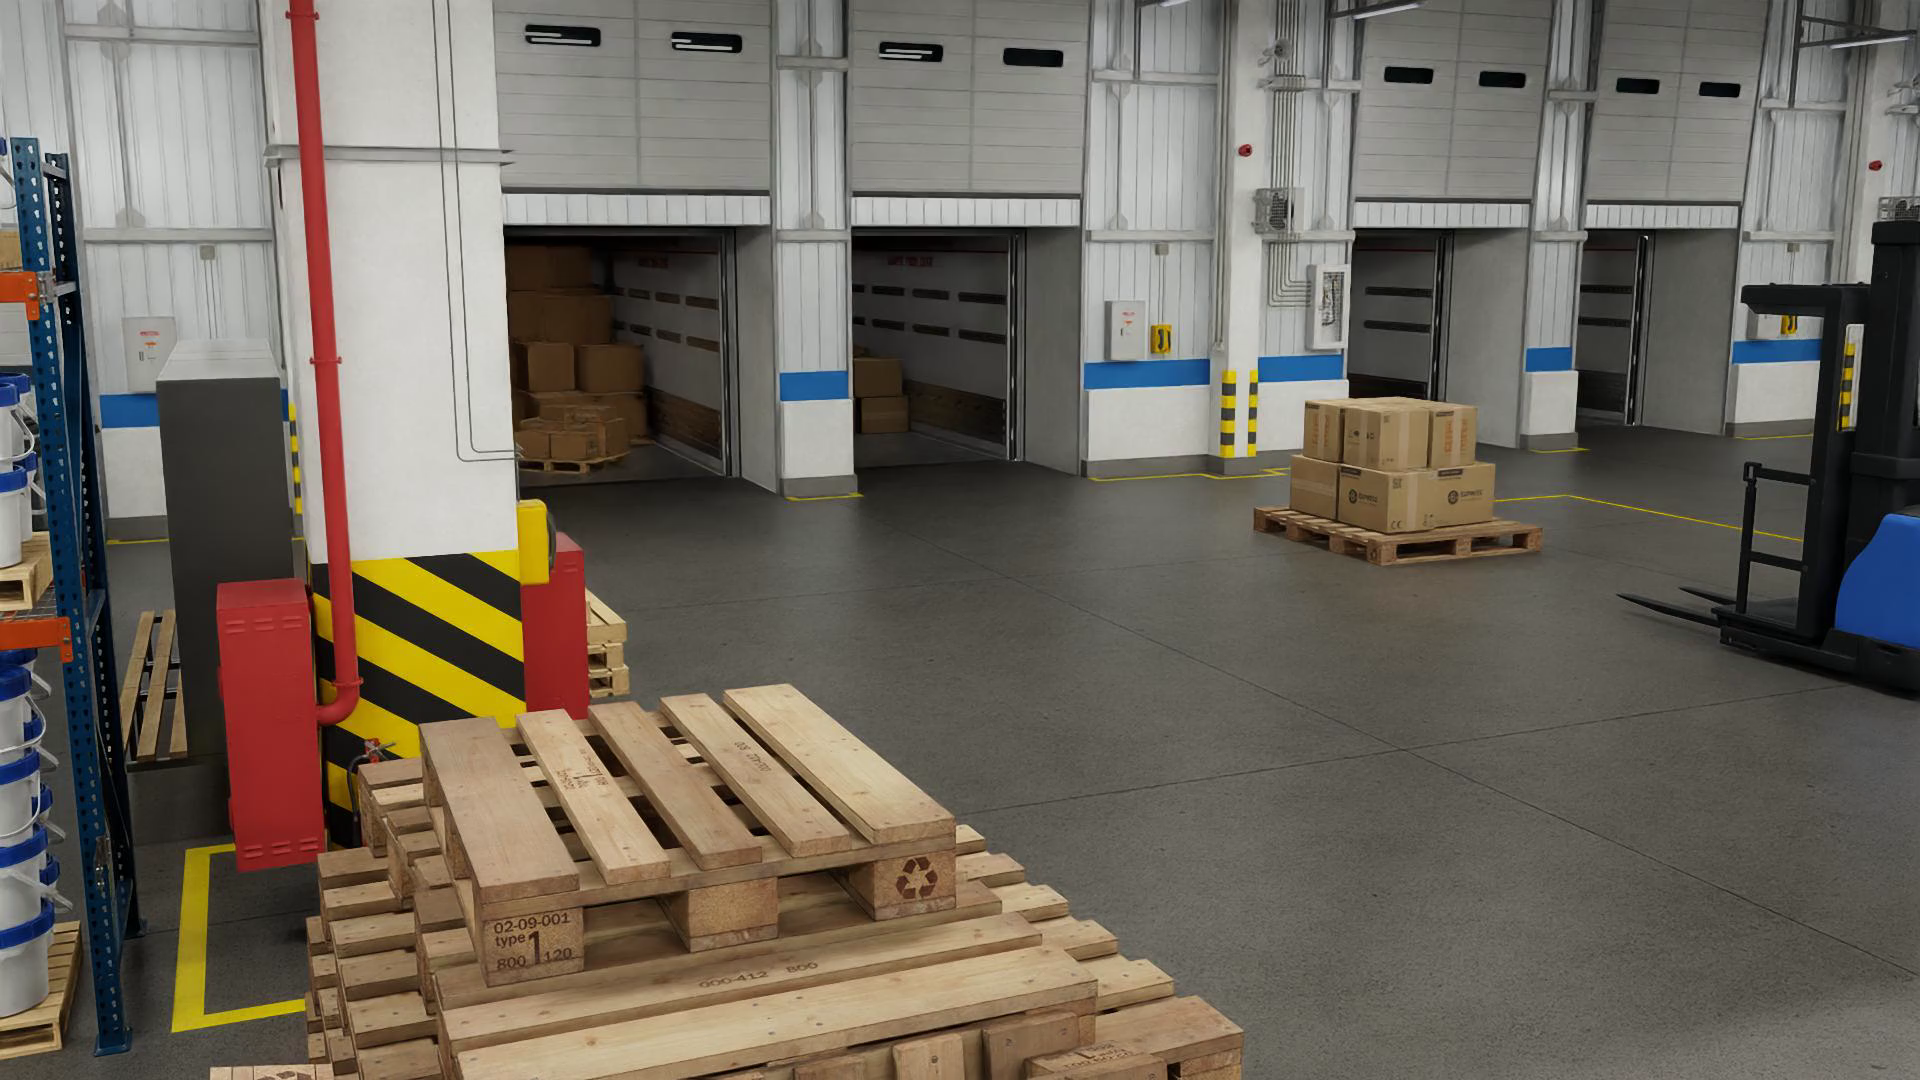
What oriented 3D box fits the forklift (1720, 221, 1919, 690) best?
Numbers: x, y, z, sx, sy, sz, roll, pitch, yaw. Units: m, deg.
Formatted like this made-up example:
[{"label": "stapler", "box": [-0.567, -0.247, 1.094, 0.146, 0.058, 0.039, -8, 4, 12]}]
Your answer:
[{"label": "forklift", "box": [5.949, -0.550, 10.218, 1.129, 2.768, 1.873, -4, 11, -23]}]
